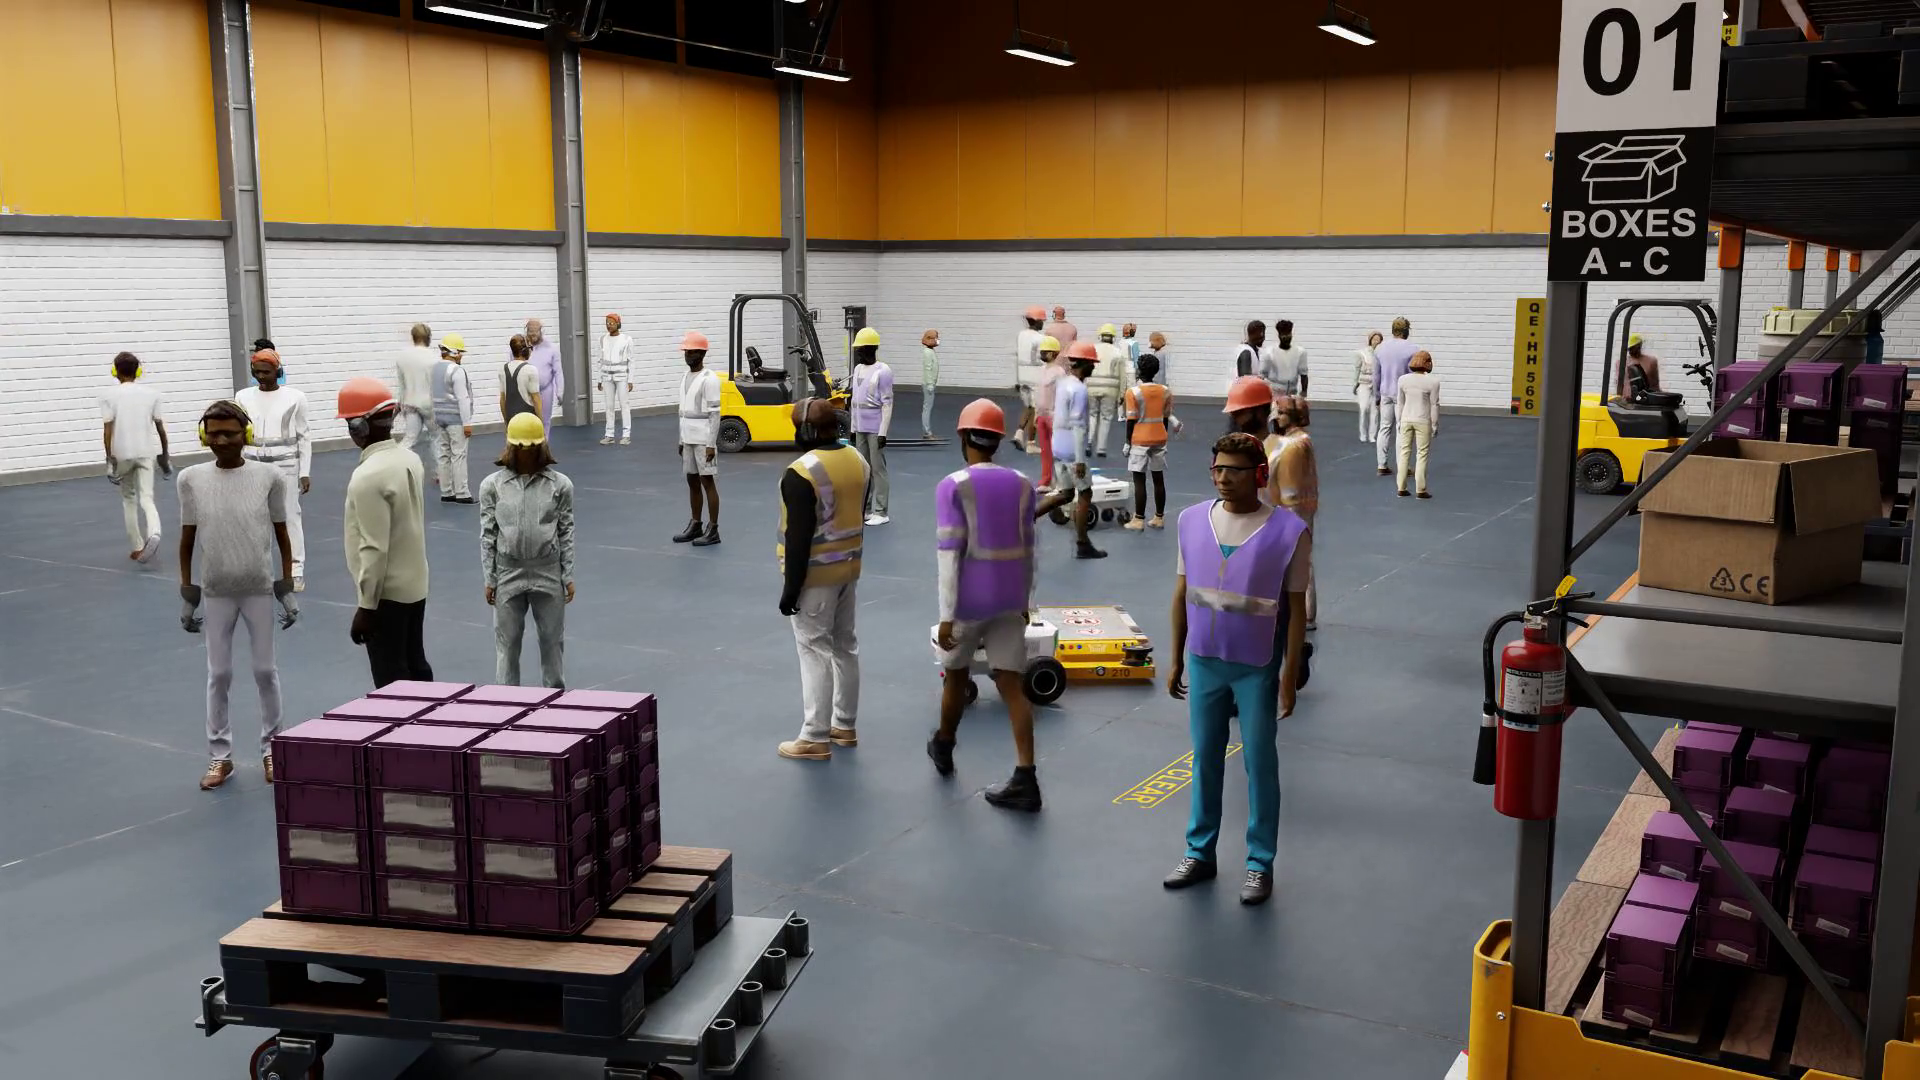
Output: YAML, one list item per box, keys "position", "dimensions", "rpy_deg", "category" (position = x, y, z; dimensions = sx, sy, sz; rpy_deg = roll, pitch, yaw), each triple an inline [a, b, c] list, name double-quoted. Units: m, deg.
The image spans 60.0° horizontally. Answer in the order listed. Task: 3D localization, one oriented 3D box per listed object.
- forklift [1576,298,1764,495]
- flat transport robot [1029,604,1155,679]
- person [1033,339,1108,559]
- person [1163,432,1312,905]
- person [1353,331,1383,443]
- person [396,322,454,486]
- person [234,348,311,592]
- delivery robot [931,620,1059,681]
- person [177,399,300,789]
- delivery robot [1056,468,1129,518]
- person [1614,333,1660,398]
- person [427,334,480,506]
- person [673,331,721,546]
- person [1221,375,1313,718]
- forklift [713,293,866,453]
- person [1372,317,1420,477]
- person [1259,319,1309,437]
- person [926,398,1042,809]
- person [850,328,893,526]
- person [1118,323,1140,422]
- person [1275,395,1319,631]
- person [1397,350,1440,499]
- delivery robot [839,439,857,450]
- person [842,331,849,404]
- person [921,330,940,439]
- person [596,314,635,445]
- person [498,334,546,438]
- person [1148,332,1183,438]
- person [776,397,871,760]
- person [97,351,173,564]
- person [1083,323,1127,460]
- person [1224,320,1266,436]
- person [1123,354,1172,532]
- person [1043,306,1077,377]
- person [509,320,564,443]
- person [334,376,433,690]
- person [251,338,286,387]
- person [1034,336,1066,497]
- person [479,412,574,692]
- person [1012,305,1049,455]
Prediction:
- position: [7.954, -1.589, 18.462]
  dimensions: [2.313, 2.155, 1.214]
  rpy_deg: [5, 11, 30]
  category: "forklift"
- position: [0.800, 0.629, 10.603]
  dimensions: [0.652, 0.197, 1.431]
  rpy_deg: [0, 9, -3]
  category: "flat transport robot"
- position: [0.868, -0.768, 14.258]
  dimensions: [0.754, 1.906, 0.580]
  rpy_deg: [-2, 9, -13]
  category: "person"
- position: [1.094, 0.493, 6.562]
  dimensions: [0.566, 1.843, 0.389]
  rpy_deg: [6, 11, 33]
  category: "person"
- position: [5.979, -2.203, 24.047]
  dimensions: [0.555, 1.618, 0.488]
  rpy_deg: [1, 9, 5]
  category: "person"
- position: [-6.186, -1.526, 18.985]
  dimensions: [0.635, 1.914, 0.921]
  rpy_deg: [4, 10, 23]
  category: "person"
- position: [-5.290, -0.529, 12.803]
  dimensions: [0.572, 1.887, 0.356]
  rpy_deg: [-1, 9, -3]
  category: "person"
- position: [0.196, 0.602, 9.594]
  dimensions: [0.707, 0.478, 0.477]
  rpy_deg: [-2, 9, -13]
  category: "delivery robot"
- position: [-3.455, 0.257, 7.966]
  dimensions: [0.534, 1.864, 0.309]
  rpy_deg: [-3, 10, -18]
  category: "person"
- position: [1.295, -0.453, 16.181]
  dimensions: [0.707, 0.478, 0.477]
  rpy_deg: [-6, 11, -32]
  category: "delivery robot"
- position: [8.524, -1.734, 20.843]
  dimensions: [0.671, 1.720, 0.436]
  rpy_deg: [1, 9, 7]
  category: "person"
- position: [-5.352, -1.266, 17.602]
  dimensions: [0.589, 1.822, 0.403]
  rpy_deg: [7, 12, 38]
  category: "person"
- position: [-2.382, -0.918, 15.060]
  dimensions: [0.343, 1.942, 0.548]
  rpy_deg: [-9, 12, -43]
  category: "person"
- position: [1.739, 0.018, 9.381]
  dimensions: [0.849, 1.907, 0.544]
  rpy_deg: [-7, 11, -36]
  category: "person"
- position: [-2.458, -2.344, 23.176]
  dimensions: [2.313, 2.155, 1.214]
  rpy_deg: [0, 9, -2]
  category: "forklift"
- position: [5.279, -1.723, 20.090]
  dimensions: [0.355, 1.938, 0.636]
  rpy_deg: [-9, 13, -44]
  category: "person"
- position: [4.020, -1.845, 21.004]
  dimensions: [0.631, 1.909, 0.922]
  rpy_deg: [-2, 9, -15]
  category: "person"
- position: [0.094, 0.278, 7.830]
  dimensions: [0.617, 1.860, 0.998]
  rpy_deg: [-5, 11, -30]
  category: "person"
- position: [-0.887, -1.106, 16.279]
  dimensions: [0.363, 1.928, 0.587]
  rpy_deg: [-7, 12, -38]
  category: "person"
- position: [2.777, -2.744, 27.396]
  dimensions: [0.309, 1.641, 0.512]
  rpy_deg: [-6, 11, -33]
  category: "person"
- position: [2.312, -0.190, 11.502]
  dimensions: [0.321, 1.629, 0.516]
  rpy_deg: [0, 9, 0]
  category: "person"
- position: [5.003, -1.261, 18.191]
  dimensions: [0.494, 1.624, 0.279]
  rpy_deg: [8, 12, 40]
  category: "person"
- position: [-1.342, -0.922, 19.105]
  dimensions: [0.477, 0.478, 0.707]
  rpy_deg: [-7, 11, -35]
  category: "delivery robot"
- position: [-1.738, -2.853, 27.657]
  dimensions: [0.621, 1.780, 1.004]
  rpy_deg: [7, 11, 37]
  category: "person"
- position: [-0.427, -2.266, 24.426]
  dimensions: [0.279, 1.634, 0.499]
  rpy_deg: [1, 9, 4]
  category: "person"
- position: [-4.955, -2.304, 23.900]
  dimensions: [0.580, 1.881, 0.352]
  rpy_deg: [2, 9, 14]
  category: "person"
- position: [-4.451, -1.176, 16.966]
  dimensions: [0.505, 1.847, 0.344]
  rpy_deg: [4, 10, 25]
  category: "person"
- position: [2.943, -2.233, 24.291]
  dimensions: [0.525, 1.621, 0.502]
  rpy_deg: [0, 9, -1]
  category: "person"
- position: [-0.717, 0.192, 8.452]
  dimensions: [0.429, 1.842, 0.626]
  rpy_deg: [5, 10, 28]
  category: "person"
- position: [-6.918, -0.680, 14.015]
  dimensions: [0.532, 1.821, 0.843]
  rpy_deg: [-6, 11, -31]
  category: "person"
- position: [1.899, -1.956, 21.973]
  dimensions: [0.618, 1.804, 0.458]
  rpy_deg: [3, 10, 19]
  category: "person"
- position: [3.538, -1.712, 20.186]
  dimensions: [0.832, 1.878, 0.647]
  rpy_deg: [4, 10, 22]
  category: "person"
- position: [1.781, -0.926, 15.874]
  dimensions: [0.535, 1.697, 0.318]
  rpy_deg: [-6, 11, -32]
  category: "person"
- position: [1.662, -3.004, 28.185]
  dimensions: [0.651, 1.907, 0.409]
  rpy_deg: [-5, 10, -28]
  category: "person"
- position: [-5.425, -1.885, 21.354]
  dimensions: [0.671, 1.850, 0.983]
  rpy_deg: [-3, 9, -16]
  category: "person"
- position: [-2.654, 0.242, 7.675]
  dimensions: [0.392, 1.988, 0.609]
  rpy_deg: [0, 9, 2]
  category: "person"
- position: [-8.147, -1.523, 19.600]
  dimensions: [0.539, 1.696, 0.317]
  rpy_deg: [6, 11, 31]
  category: "person"
- position: [0.982, -1.361, 18.363]
  dimensions: [0.304, 1.772, 0.525]
  rpy_deg: [-5, 11, -30]
  category: "person"
- position: [-2.252, 0.200, 8.703]
  dimensions: [0.486, 1.742, 0.300]
  rpy_deg: [-3, 10, -18]
  category: "person"
- position: [0.996, -2.156, 22.520]
  dimensions: [0.440, 2.025, 0.631]
  rpy_deg: [-8, 12, -41]
  category: "person"
